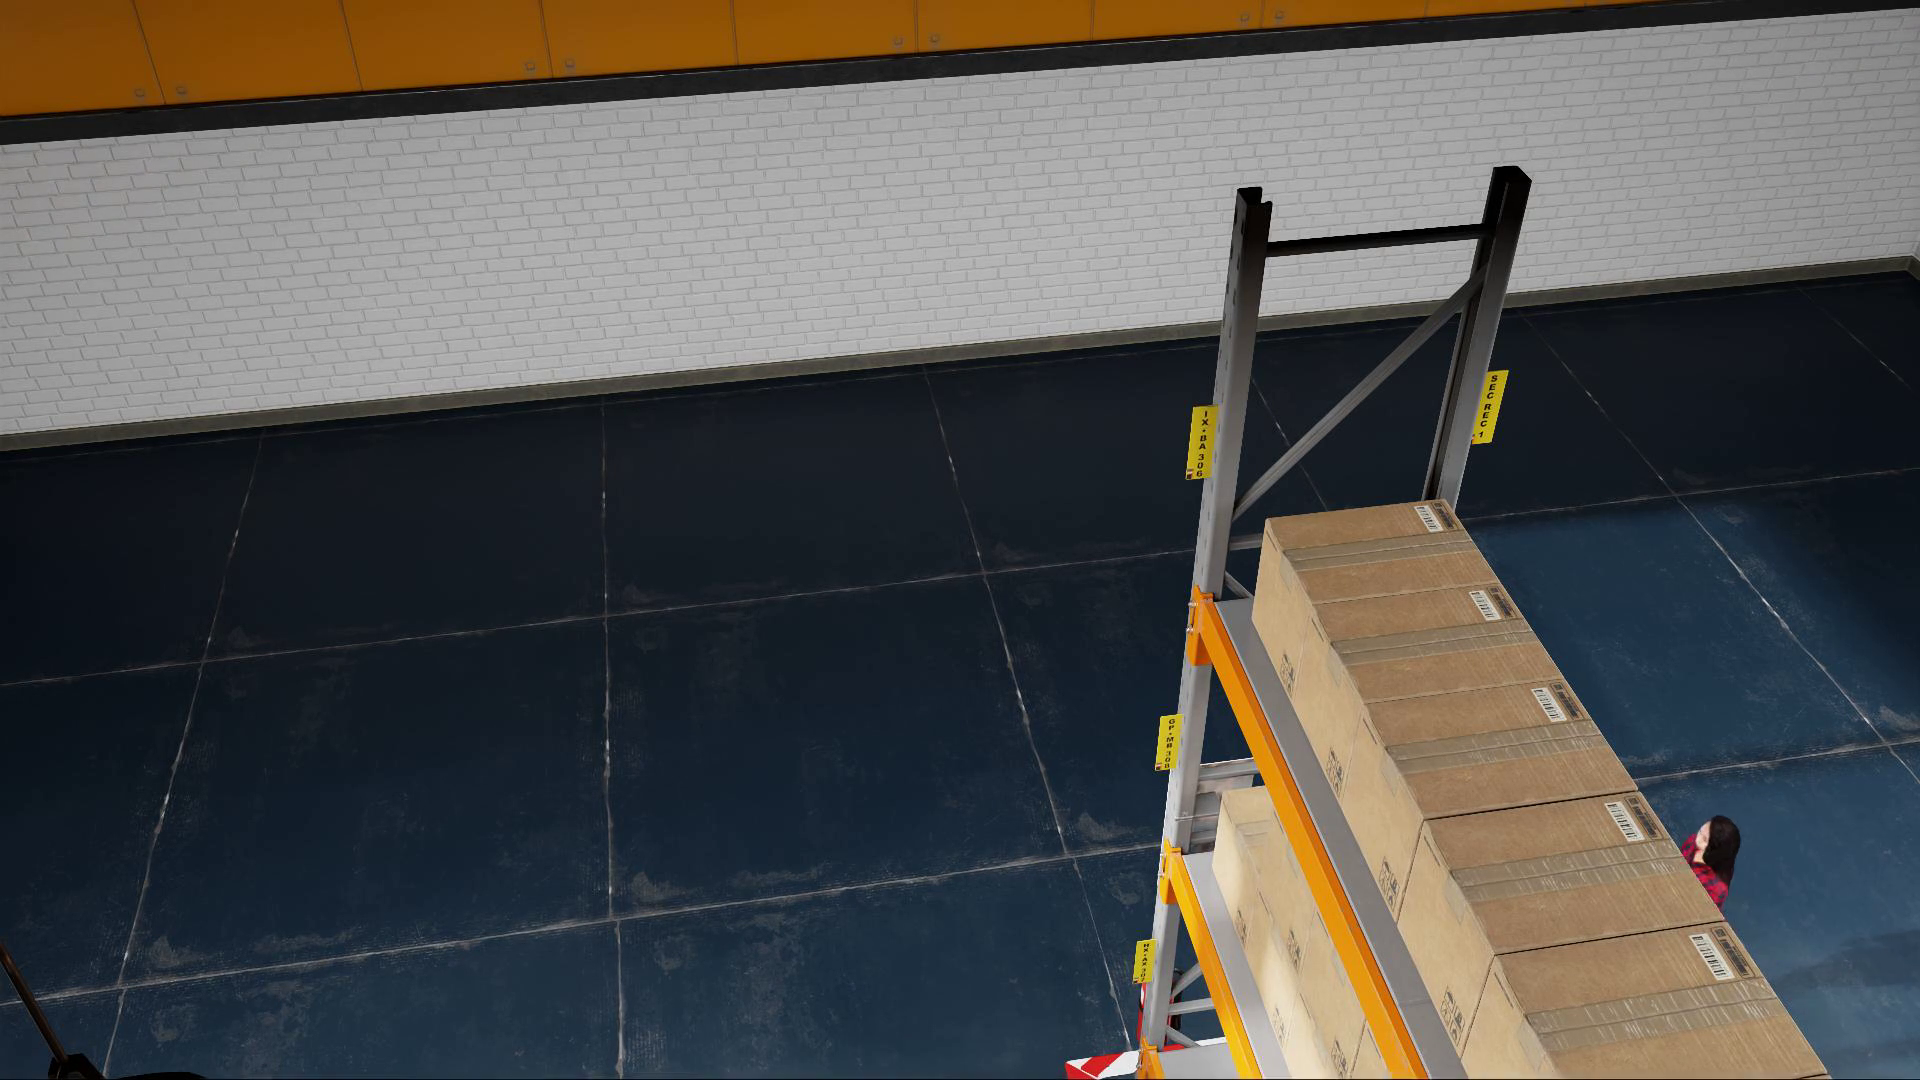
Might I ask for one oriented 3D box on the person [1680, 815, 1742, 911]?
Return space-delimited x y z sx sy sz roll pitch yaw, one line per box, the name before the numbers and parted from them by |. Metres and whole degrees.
person | 4.297 2.174 9.681 0.798 1.620 1.047 2 39 2
